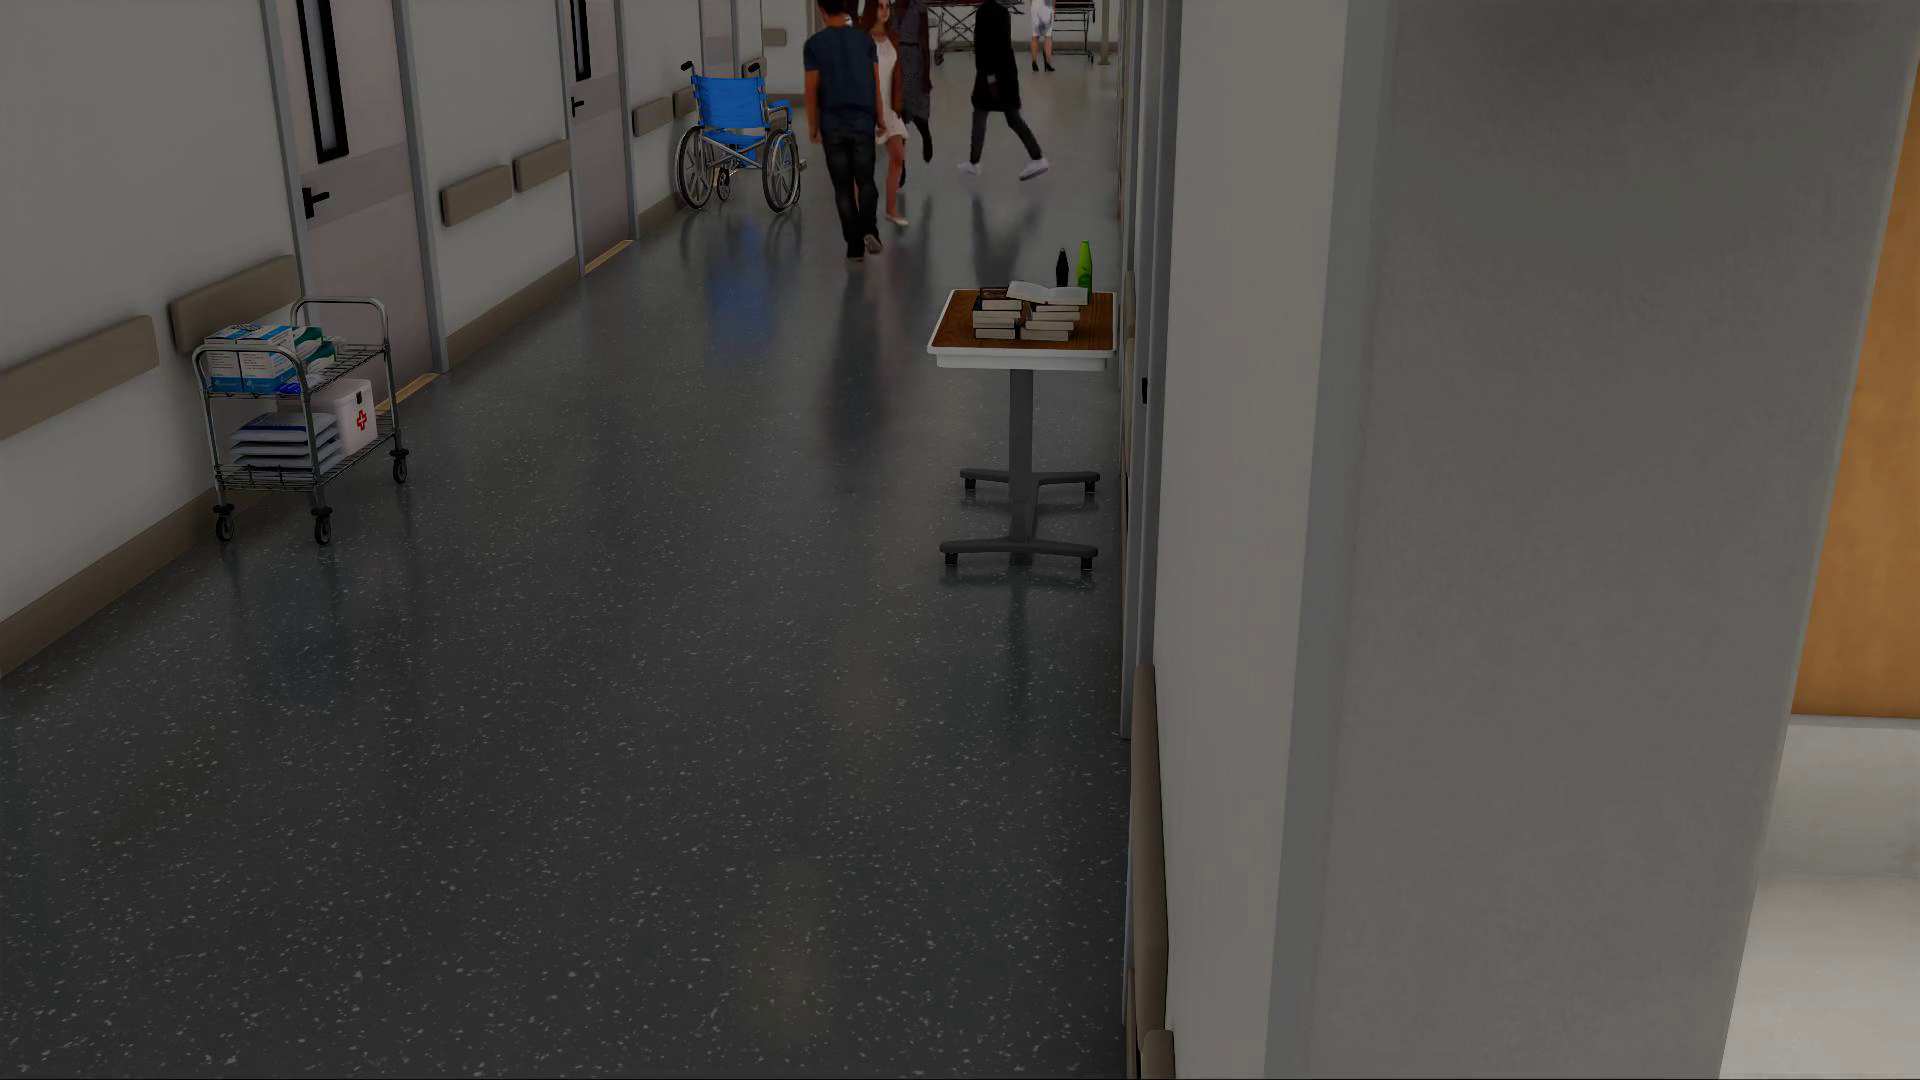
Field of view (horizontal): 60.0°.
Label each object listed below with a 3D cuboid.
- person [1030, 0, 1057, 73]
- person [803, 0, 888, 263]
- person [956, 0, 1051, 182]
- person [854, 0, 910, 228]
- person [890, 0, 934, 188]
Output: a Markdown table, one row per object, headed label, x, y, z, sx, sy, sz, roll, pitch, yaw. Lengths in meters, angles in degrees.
| label | x | y | z | sx | sy | sz | roll | pitch | yaw |
| --- | --- | --- | --- | --- | --- | --- | --- | --- | --- |
| person | 1.208 | -7.760 | 24.301 | 0.622 | 1.752 | 0.608 | 9 | 23 | 23 |
| person | -0.727 | -2.684 | 10.846 | 0.799 | 1.789 | 0.809 | -3 | 21 | -8 |
| person | 0.396 | -3.890 | 14.160 | 1.181 | 1.696 | 1.233 | 16 | 26 | 36 |
| person | -0.671 | -3.147 | 12.195 | 0.804 | 1.698 | 0.856 | -12 | 24 | -30 |
| person | -0.421 | -3.887 | 14.055 | 0.744 | 1.766 | 0.989 | 7 | 22 | 17 |
